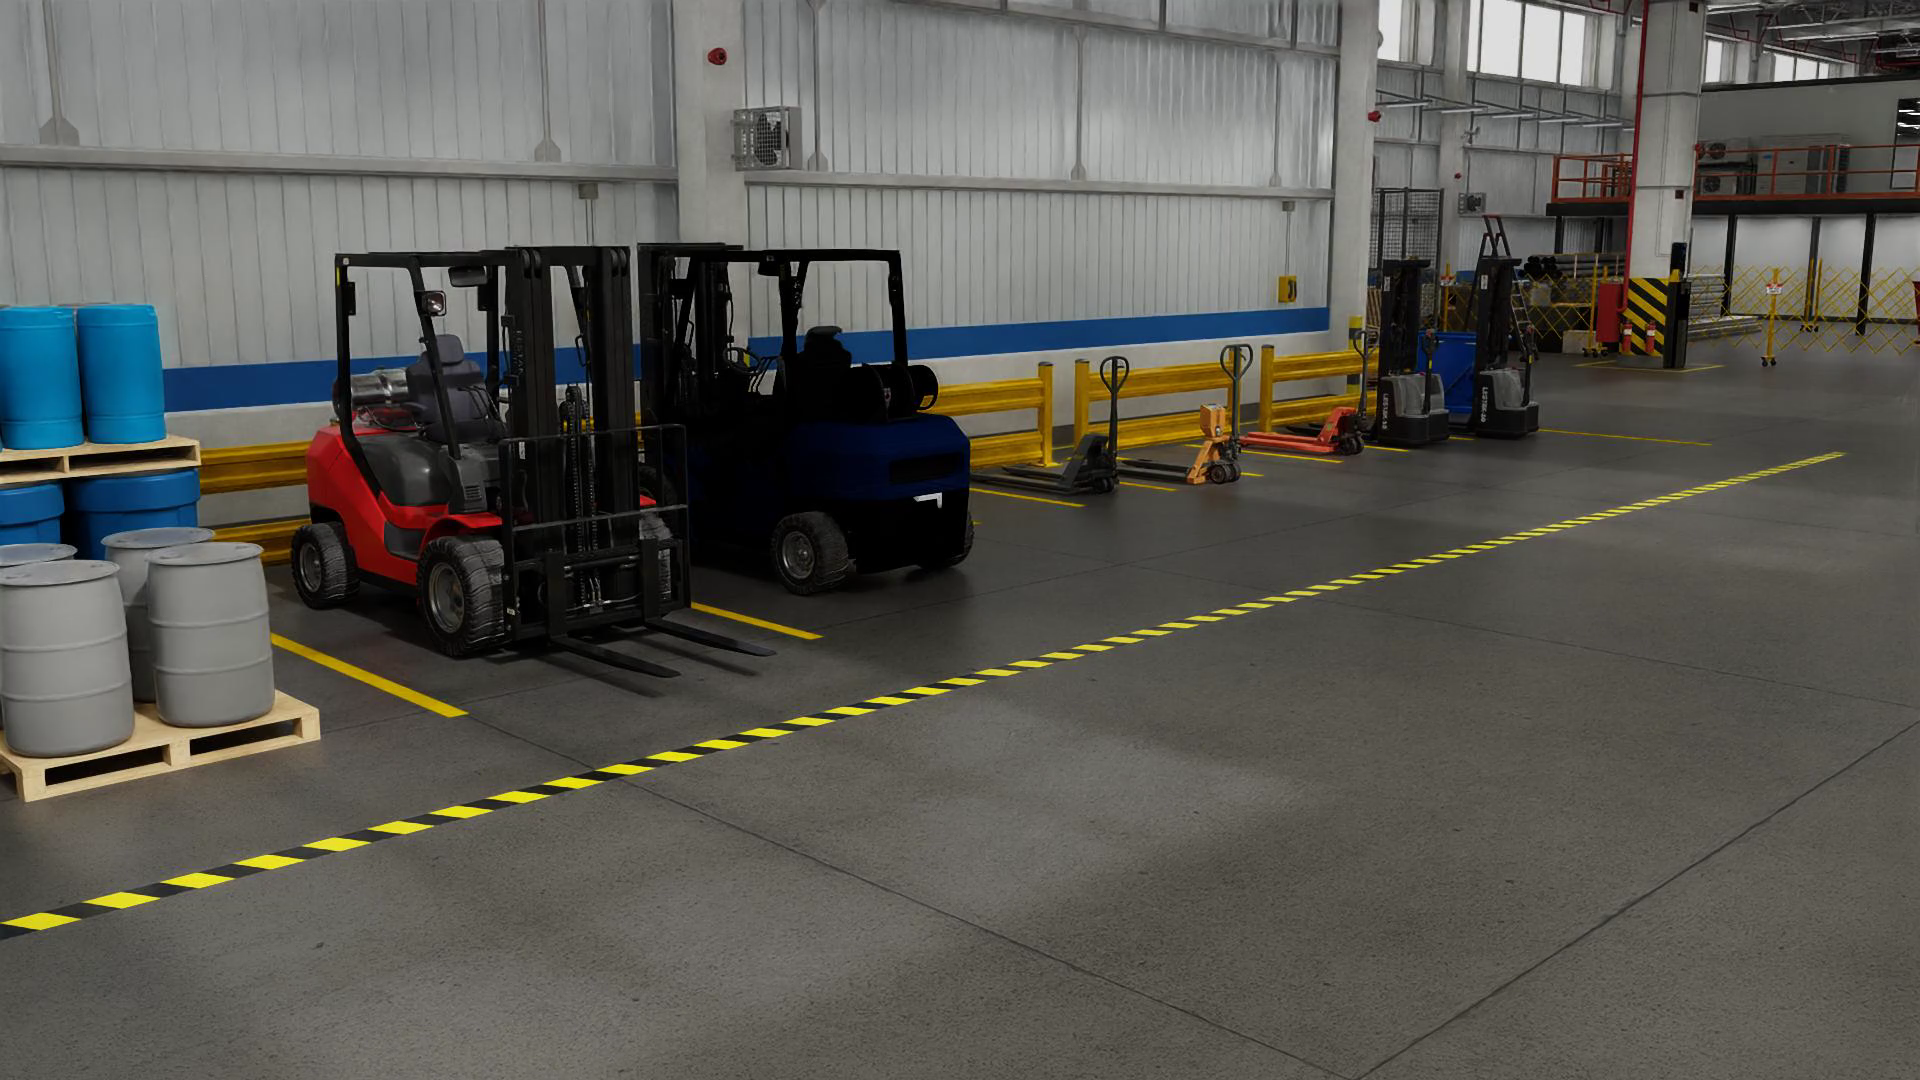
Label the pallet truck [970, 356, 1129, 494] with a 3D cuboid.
[{"bbox_3d":[0.784,-1.085,14.876,0.680,1.201,1.601,-10,14,-44],"label":"pallet truck"}]

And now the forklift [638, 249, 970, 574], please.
[{"bbox_3d":[-1.173,-0.958,11.239,2.680,1.987,1.157,10,14,43],"label":"forklift"}]

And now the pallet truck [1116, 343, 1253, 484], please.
[{"bbox_3d":[1.962,-1.215,15.415,1.522,1.261,0.704,10,14,43],"label":"pallet truck"}]

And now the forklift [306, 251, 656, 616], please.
[{"bbox_3d":[-2.833,-0.669,9.694,1.157,1.987,2.680,-10,14,-44],"label":"forklift"}]

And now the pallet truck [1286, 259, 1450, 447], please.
[{"bbox_3d":[4.493,-2.078,18.196,0.823,1.965,1.885,-9,14,-40],"label":"pallet truck"}]

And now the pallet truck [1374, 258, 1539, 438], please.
[{"bbox_3d":[5.704,-2.208,18.901,1.885,1.965,0.823,10,14,43],"label":"pallet truck"}]

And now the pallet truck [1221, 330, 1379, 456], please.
[{"bbox_3d":[3.563,-1.581,17.381,0.653,1.274,1.630,-10,14,-44],"label":"pallet truck"}]
